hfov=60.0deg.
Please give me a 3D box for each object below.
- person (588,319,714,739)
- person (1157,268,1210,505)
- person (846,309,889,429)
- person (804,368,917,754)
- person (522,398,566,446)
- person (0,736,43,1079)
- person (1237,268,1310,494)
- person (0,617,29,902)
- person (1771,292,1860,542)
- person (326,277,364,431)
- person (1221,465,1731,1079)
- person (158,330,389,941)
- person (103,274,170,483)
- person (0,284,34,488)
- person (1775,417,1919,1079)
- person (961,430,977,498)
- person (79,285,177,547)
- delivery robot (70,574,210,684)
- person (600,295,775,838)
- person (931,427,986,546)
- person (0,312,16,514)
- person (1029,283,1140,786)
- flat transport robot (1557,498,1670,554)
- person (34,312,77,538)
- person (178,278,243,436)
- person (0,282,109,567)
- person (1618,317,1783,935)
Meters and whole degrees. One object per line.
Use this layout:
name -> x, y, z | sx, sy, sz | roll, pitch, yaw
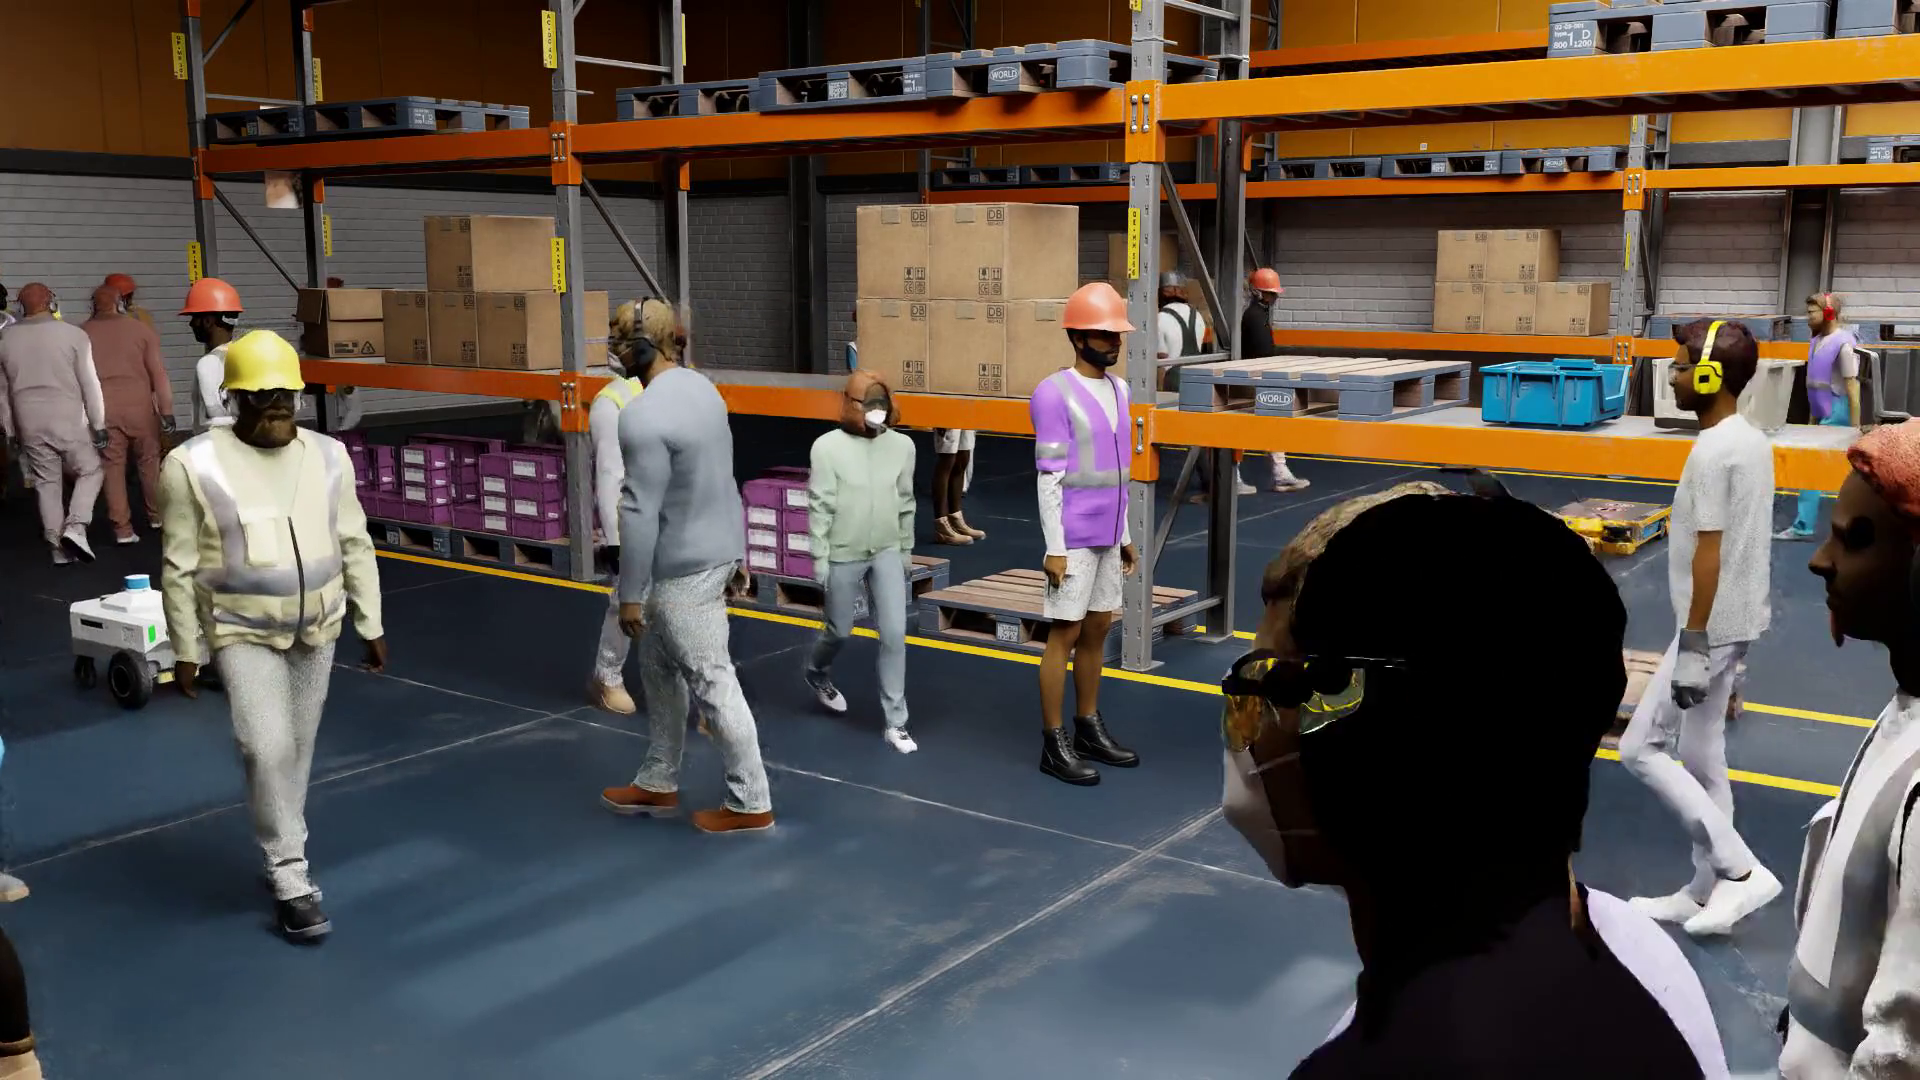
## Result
person -> -1.319, -0.068, 7.186 | 0.629, 1.806, 0.957 | -9, 13, -42
person -> 1.775, -1.312, 13.851 | 0.674, 2.000, 1.026 | -8, 12, -39
person -> -0.769, -1.145, 14.050 | 0.307, 1.641, 0.513 | 8, 12, 40
person -> -0.444, 0.056, 7.037 | 0.517, 1.594, 0.751 | -4, 11, -25
person -> -3.721, -1.359, 14.829 | 1.001, 1.815, 0.561 | -1, 10, -5
person -> -2.430, 0.558, 3.787 | 0.513, 1.673, 0.577 | -2, 10, -13
person -> 2.669, -1.343, 14.297 | 0.889, 1.949, 0.615 | 3, 10, 15
person -> -3.486, 0.170, 5.366 | 1.018, 1.944, 0.628 | 4, 10, 20
person -> 6.329, -0.866, 11.910 | 0.821, 1.809, 0.577 | 2, 10, 13
person -> -6.013, -1.580, 15.955 | 0.587, 1.873, 0.438 | 4, 10, 21
person -> 0.378, 0.903, 1.075 | 0.866, 1.906, 0.629 | 5, 11, 27
person -> -2.007, 0.283, 5.029 | 0.739, 1.807, 0.618 | 8, 13, 41
person -> -7.513, -1.462, 15.149 | 0.476, 1.904, 0.626 | -1, 10, -8
person -> -8.524, -1.367, 14.779 | 0.634, 1.839, 0.428 | -3, 10, -18
person -> 1.065, 0.767, 2.074 | 0.951, 1.832, 0.606 | 5, 11, 25
person -> -0.004, -1.172, 14.337 | 0.508, 1.601, 0.813 | -3, 10, -18
person -> -6.045, -0.909, 12.056 | 0.713, 1.837, 0.976 | -3, 10, -18
delivery robot -> -3.825, 0.405, 7.767 | 0.707, 0.478, 0.477 | 6, 11, 33
person -> -1.028, 0.110, 5.799 | 0.832, 1.897, 0.641 | 2, 10, 11
person -> -0.014, -0.967, 11.837 | 0.395, 2.038, 0.607 | 5, 11, 25
person -> -7.932, -1.198, 13.458 | 0.680, 1.964, 1.138 | -3, 10, -17
person -> 0.513, -0.027, 6.508 | 0.357, 1.938, 0.543 | 8, 12, 38
flat transport robot -> 4.663, -0.116, 11.991 | 0.652, 0.197, 1.431 | 7, 12, 35
person -> -6.662, -0.887, 12.198 | 0.557, 1.744, 0.476 | -1, 10, -6
person -> -3.674, -0.332, 8.323 | 0.358, 1.936, 0.552 | 0, 10, -3
person -> -5.984, -0.752, 10.991 | 0.680, 1.881, 0.418 | -1, 10, -5
person -> 2.200, 0.277, 4.935 | 0.402, 1.856, 0.544 | 7, 12, 38
